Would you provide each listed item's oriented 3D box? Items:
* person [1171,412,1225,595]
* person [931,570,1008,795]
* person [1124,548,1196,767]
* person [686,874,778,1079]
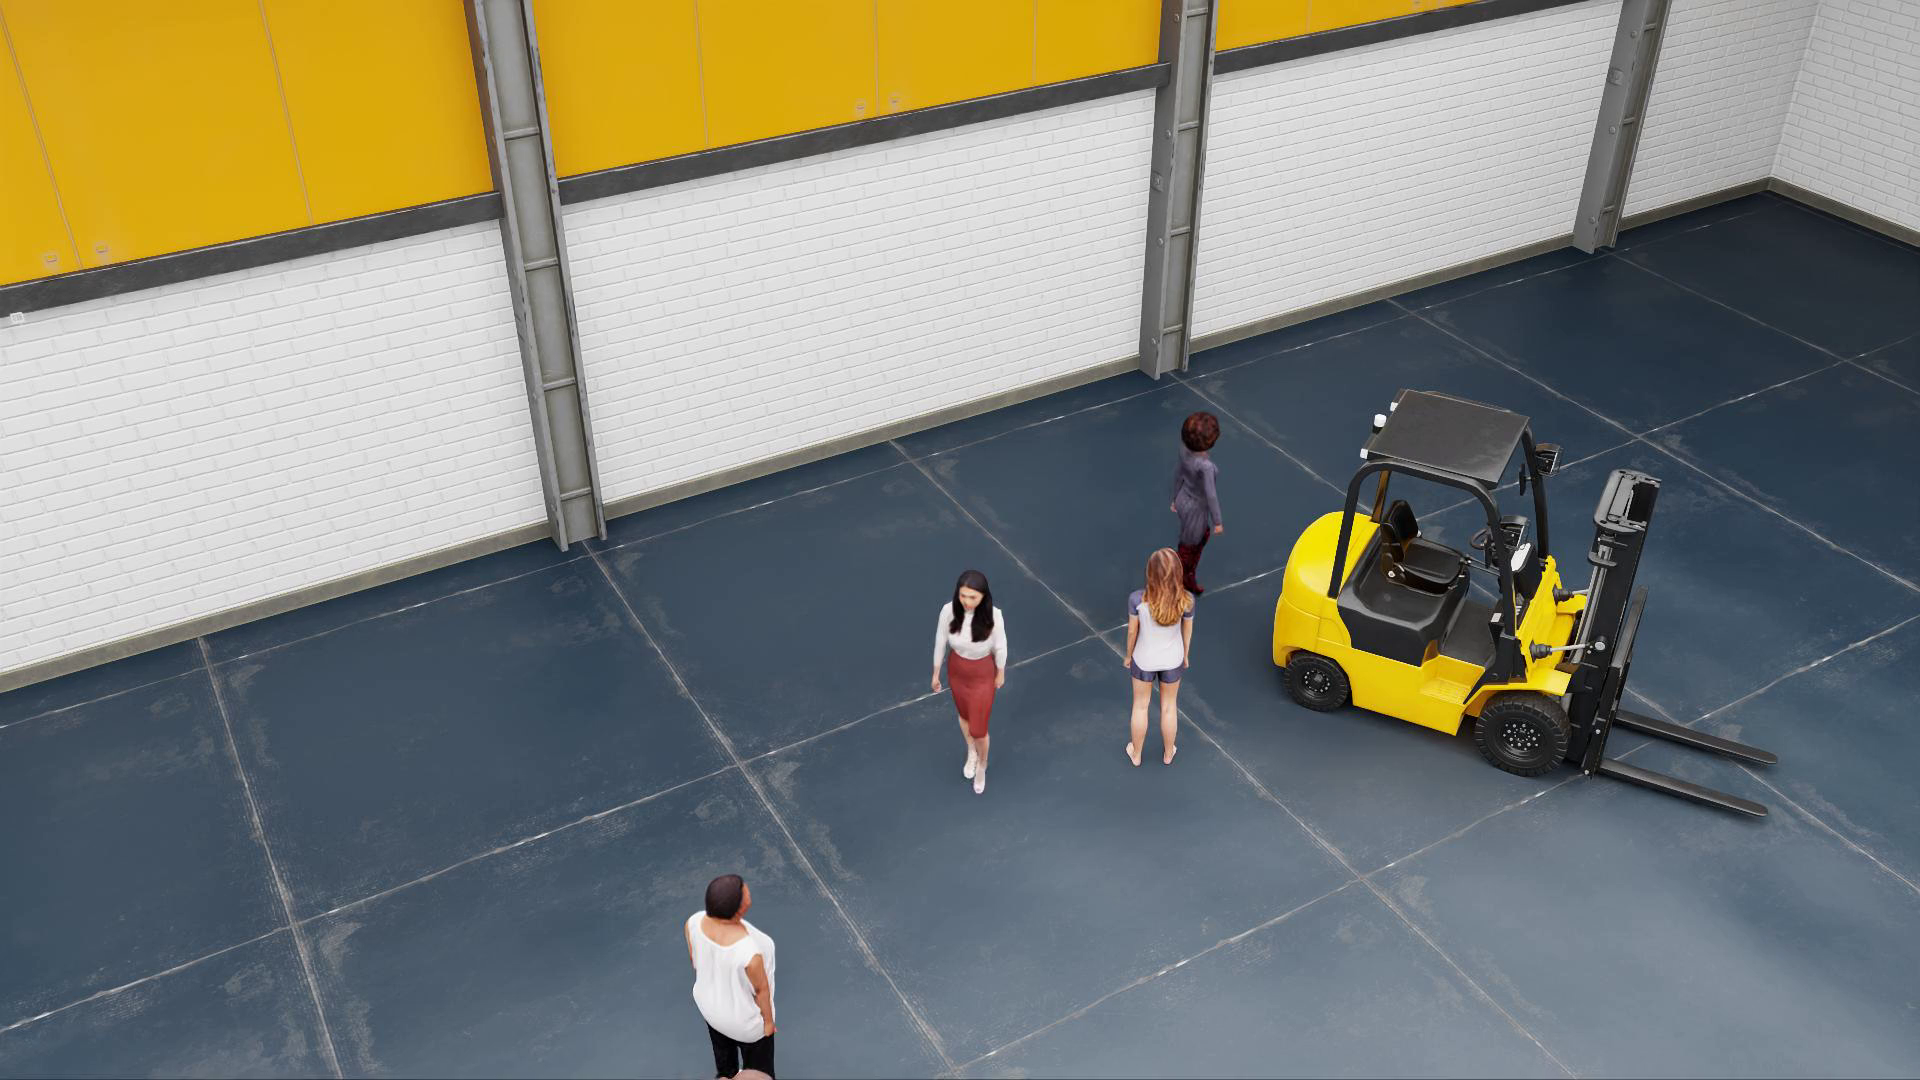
[{"bbox_3d":[1.687,-0.182,12.622,0.687,1.696,0.654,-10,35,-15],"label":"person"},{"bbox_3d":[0.097,0.871,11.000,0.751,1.737,0.801,13,36,18],"label":"person"},{"bbox_3d":[1.322,0.795,11.116,0.638,1.735,0.740,0,34,0],"label":"person"},{"bbox_3d":[-1.166,2.400,8.745,0.748,1.687,0.743,23,40,30],"label":"person"}]
